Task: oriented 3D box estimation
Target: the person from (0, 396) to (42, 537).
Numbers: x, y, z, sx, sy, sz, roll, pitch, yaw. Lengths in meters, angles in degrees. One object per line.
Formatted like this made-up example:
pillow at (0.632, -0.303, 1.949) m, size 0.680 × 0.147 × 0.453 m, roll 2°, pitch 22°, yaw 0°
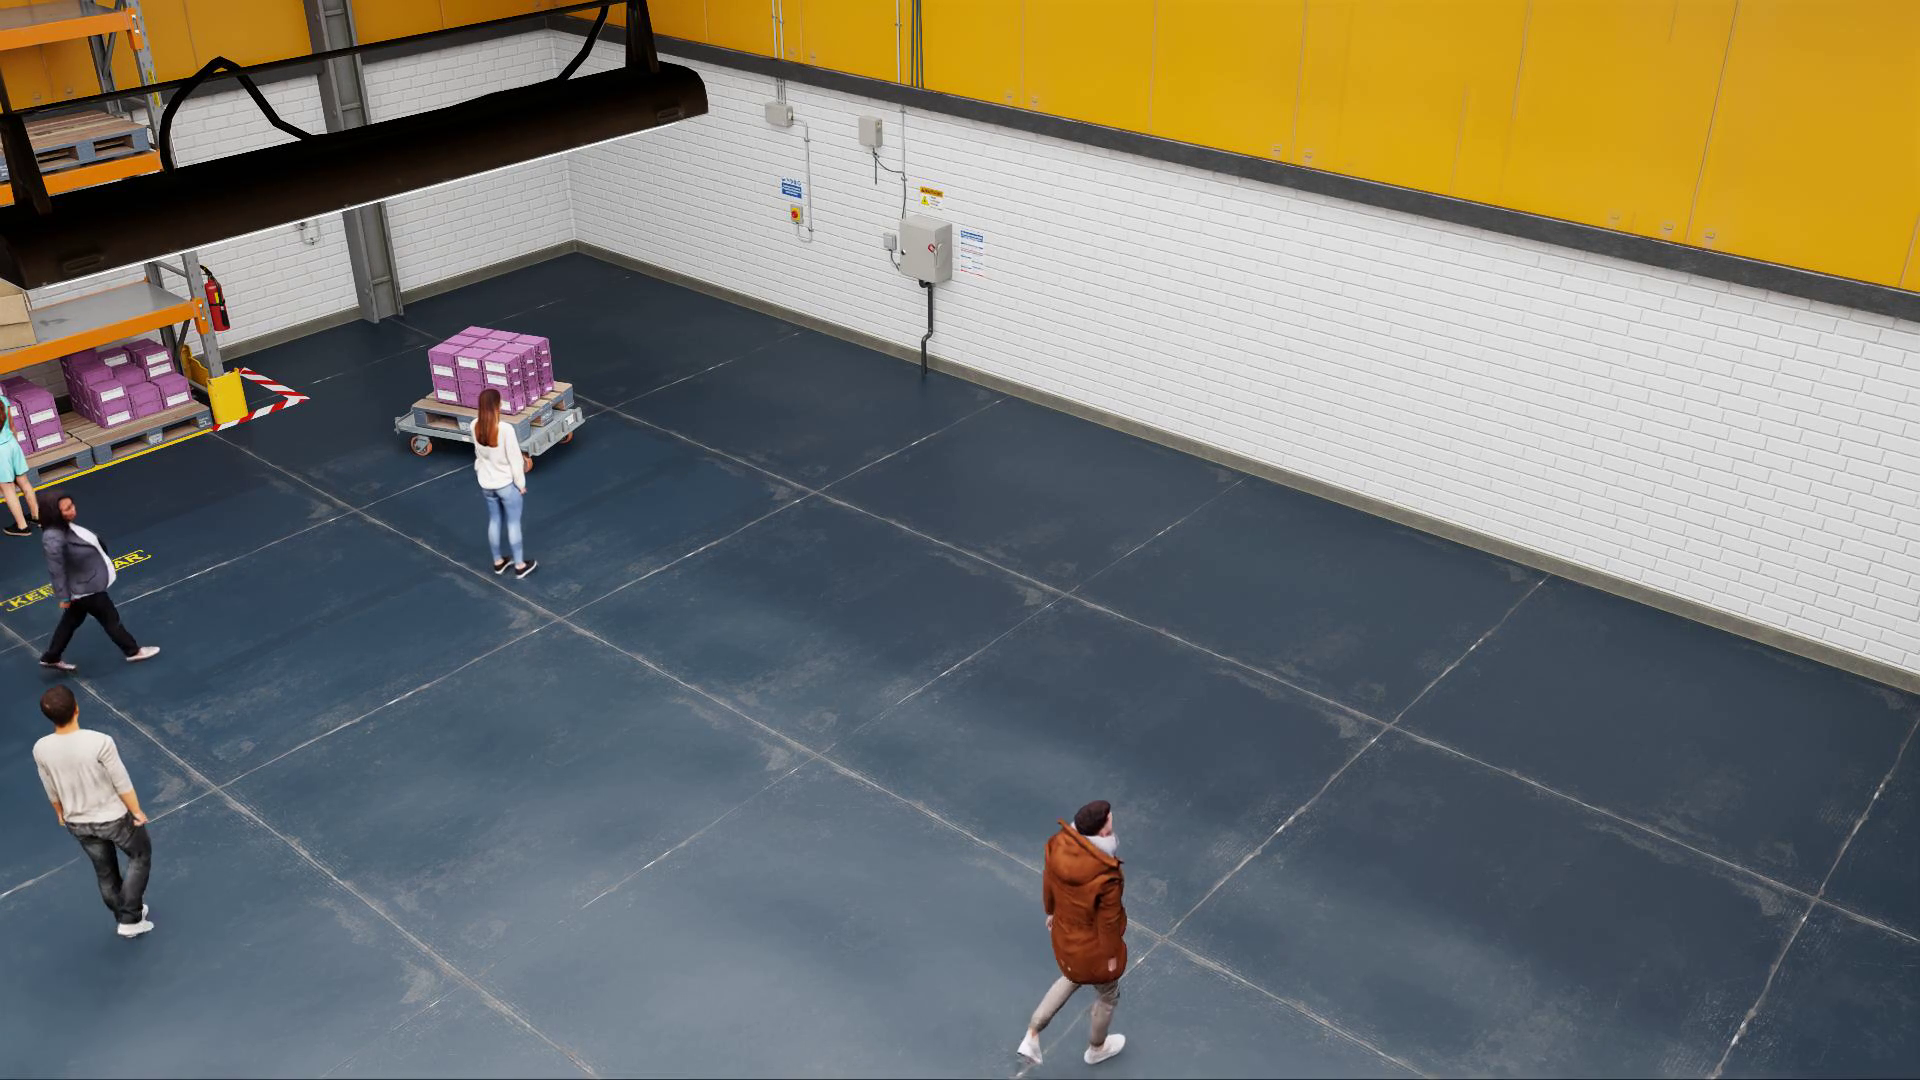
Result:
person at (-8.456, -0.780, 14.682) m, size 0.681 × 1.558 × 0.572 m, roll 8°, pitch 30°, yaw 15°

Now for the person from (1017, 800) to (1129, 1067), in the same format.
person at (0.628, 2.189, 8.965) m, size 0.993 × 1.821 × 0.810 m, roll -21°, pitch 35°, yaw -33°

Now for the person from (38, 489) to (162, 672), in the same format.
person at (-6.759, 0.345, 12.603) m, size 1.189 × 1.574 × 0.949 m, roll -14°, pitch 32°, yaw -24°

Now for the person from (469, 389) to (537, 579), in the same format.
person at (-3.862, -0.478, 13.990) m, size 0.664 × 1.691 × 0.640 m, roll 12°, pitch 31°, yaw 21°

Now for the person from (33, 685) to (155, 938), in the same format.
person at (-5.148, 1.687, 9.901) m, size 0.831 × 1.806 × 0.892 m, roll -3°, pitch 29°, yaw -5°
